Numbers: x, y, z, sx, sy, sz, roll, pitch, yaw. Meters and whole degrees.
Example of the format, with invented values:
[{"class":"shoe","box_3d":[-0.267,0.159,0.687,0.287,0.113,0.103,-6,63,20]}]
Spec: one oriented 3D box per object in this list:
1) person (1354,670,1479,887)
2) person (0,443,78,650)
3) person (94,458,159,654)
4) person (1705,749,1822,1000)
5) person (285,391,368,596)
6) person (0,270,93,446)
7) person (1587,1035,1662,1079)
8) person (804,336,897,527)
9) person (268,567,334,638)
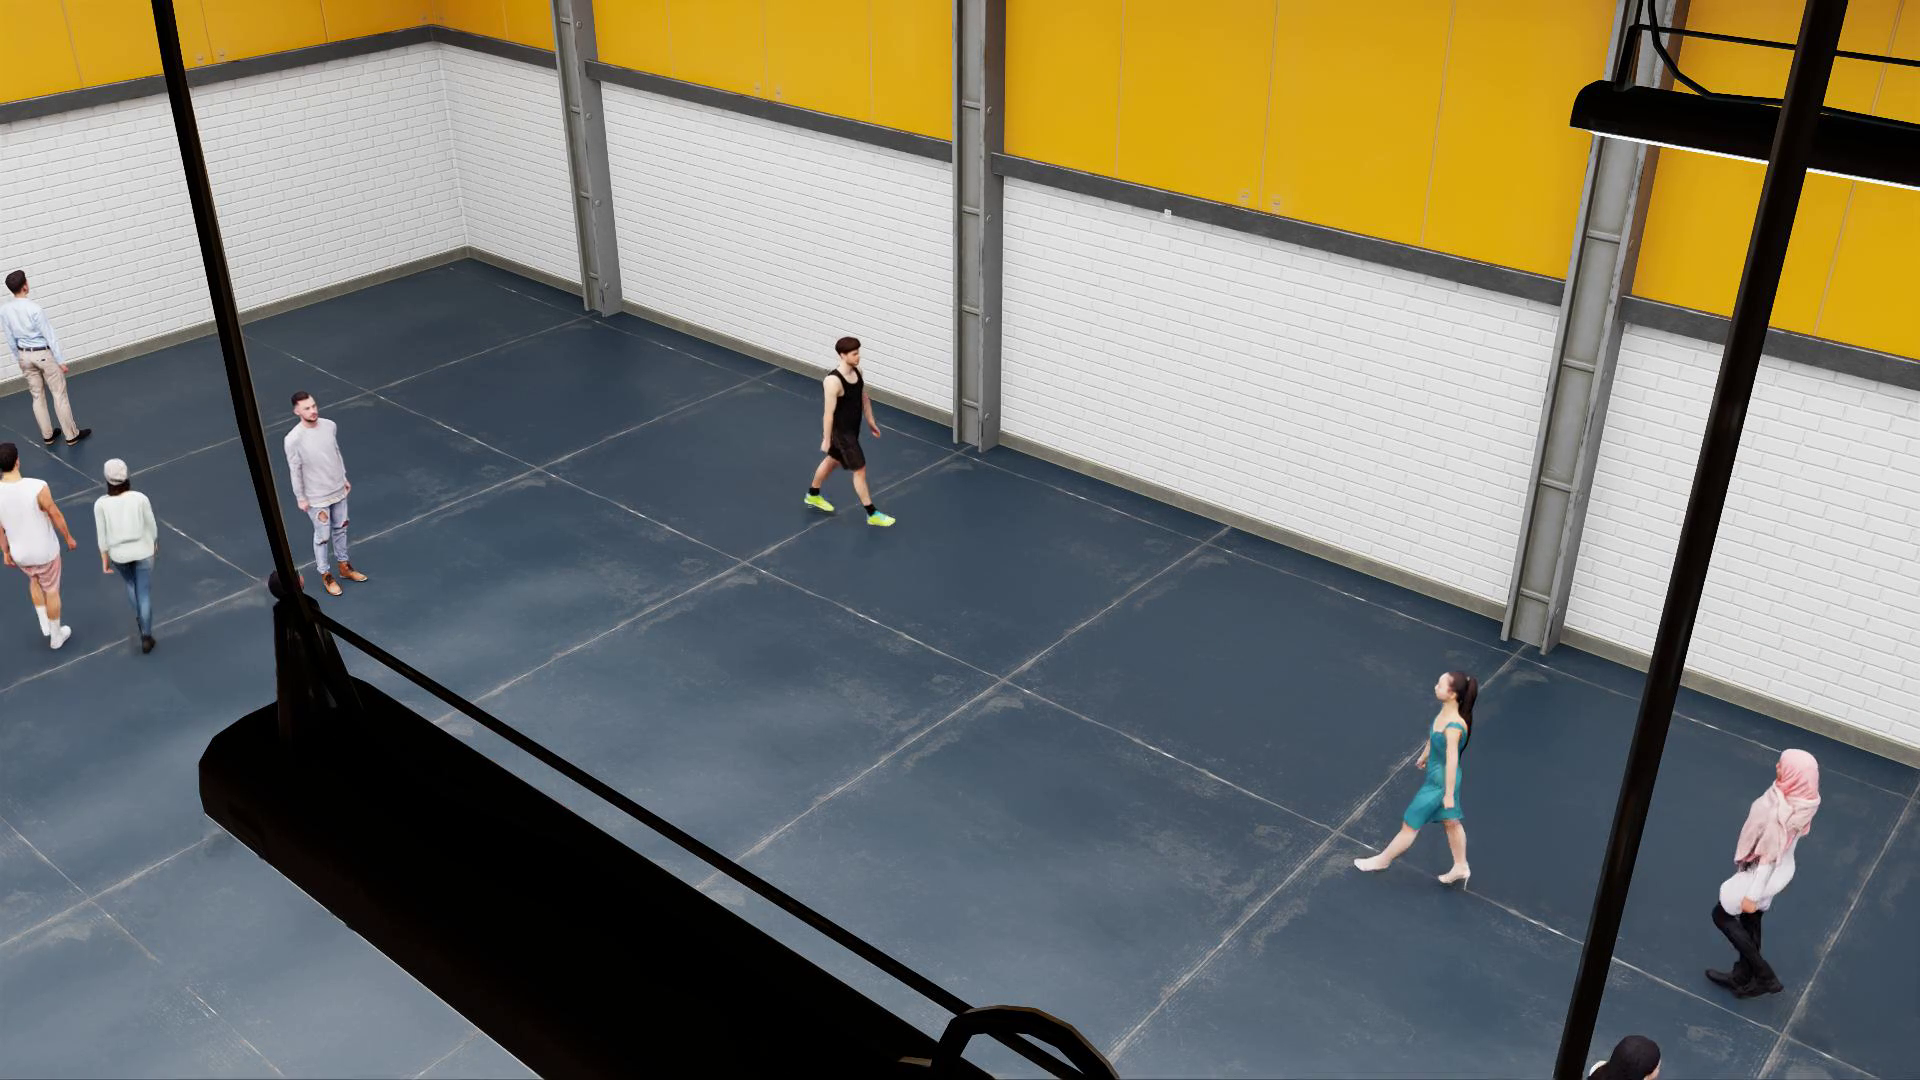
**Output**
[{"class":"person","box_3d":[3.207,1.592,10.780,1.075,1.651,0.870,6,29,12]},{"class":"person","box_3d":[-7.492,0.095,13.397,0.788,1.772,0.847,-3,29,-5]},{"class":"person","box_3d":[-6.691,0.154,13.445,0.838,1.622,0.959,-10,30,-18]},{"class":"person","box_3d":[4.834,2.037,9.814,0.715,1.795,0.658,25,37,38]},{"class":"person","box_3d":[-5.477,-0.438,14.304,0.606,1.839,0.718,16,32,27]},{"class":"person","box_3d":[-9.344,-1.842,16.870,0.735,1.847,0.818,2,29,3]},{"class":"person","box_3d":[2.991,3.089,7.969,1.197,1.714,1.171,-4,29,-7]},{"class":"person","box_3d":[-1.143,-1.015,15.358,1.286,1.843,0.960,10,30,17]},{"class":"person","box_3d":[-4.669,0.976,11.889,0.979,1.670,0.727,17,33,28]}]
